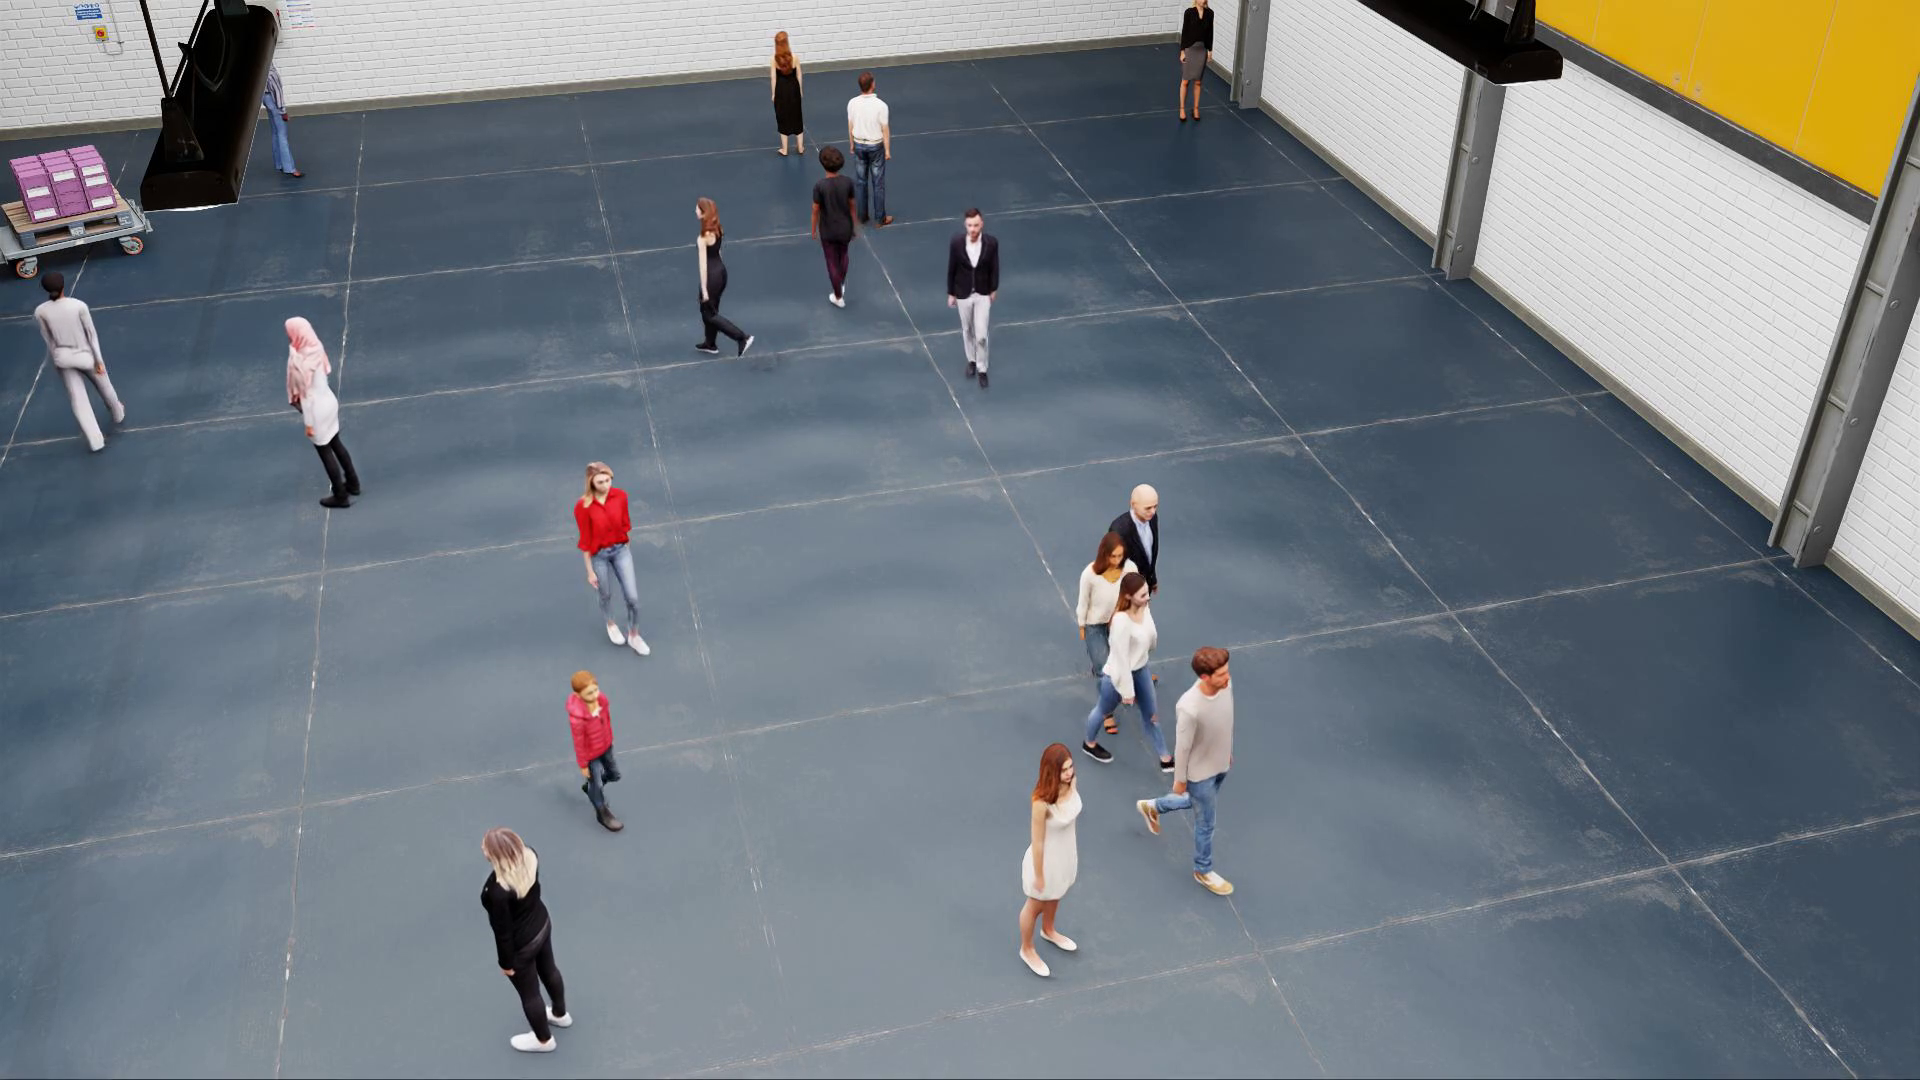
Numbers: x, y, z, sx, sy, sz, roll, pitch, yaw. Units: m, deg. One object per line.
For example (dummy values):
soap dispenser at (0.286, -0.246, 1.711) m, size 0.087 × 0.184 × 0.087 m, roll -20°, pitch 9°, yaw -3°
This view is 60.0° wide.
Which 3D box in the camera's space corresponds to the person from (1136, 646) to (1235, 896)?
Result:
person at (1.496, 1.408, 10.686) m, size 1.153 × 1.887 × 1.045 m, roll 23°, pitch 40°, yaw 30°

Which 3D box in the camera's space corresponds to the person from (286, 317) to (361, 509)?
person at (-5.597, -1.123, 14.573) m, size 0.767 × 1.800 × 0.644 m, roll 4°, pitch 34°, yaw 6°

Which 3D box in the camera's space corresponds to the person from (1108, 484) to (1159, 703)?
person at (1.273, 0.349, 12.362) m, size 0.781 × 1.795 × 0.775 m, roll 27°, pitch 42°, yaw 34°

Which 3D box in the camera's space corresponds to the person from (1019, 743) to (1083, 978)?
person at (0.556, 1.902, 10.104) m, size 0.678 × 1.710 × 0.646 m, roll 26°, pitch 41°, yaw 33°

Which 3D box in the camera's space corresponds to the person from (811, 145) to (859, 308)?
person at (-1.314, -3.350, 17.954) m, size 0.749 × 1.766 × 0.868 m, roll -17°, pitch 37°, yaw -23°

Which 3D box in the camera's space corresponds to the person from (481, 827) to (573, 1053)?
person at (-2.482, 2.286, 9.549) m, size 0.751 × 1.685 × 0.636 m, roll 8°, pitch 34°, yaw 11°

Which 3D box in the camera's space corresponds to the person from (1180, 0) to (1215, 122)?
person at (3.230, -6.676, 22.888) m, size 0.619 × 1.843 × 0.572 m, roll -5°, pitch 34°, yaw -7°

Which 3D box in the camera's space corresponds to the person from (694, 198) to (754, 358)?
person at (-2.451, -2.630, 16.905) m, size 0.964 × 1.728 × 0.993 m, roll 10°, pitch 35°, yaw 15°

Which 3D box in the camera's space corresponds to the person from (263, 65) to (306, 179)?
person at (-8.731, -5.511, 21.179) m, size 0.757 × 1.796 × 0.612 m, roll -24°, pitch 41°, yaw -32°

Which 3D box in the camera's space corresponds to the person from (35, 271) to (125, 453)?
person at (-8.191, -1.624, 15.413) m, size 0.681 × 1.704 × 1.007 m, roll -10°, pitch 35°, yaw -15°

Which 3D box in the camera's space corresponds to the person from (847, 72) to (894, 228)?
person at (-1.095, -4.657, 19.839) m, size 0.752 × 1.855 × 0.776 m, roll 11°, pitch 35°, yaw 16°

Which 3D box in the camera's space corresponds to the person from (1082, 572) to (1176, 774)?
person at (1.078, 0.918, 11.636) m, size 1.152 × 1.653 × 1.044 m, roll 21°, pitch 39°, yaw 28°

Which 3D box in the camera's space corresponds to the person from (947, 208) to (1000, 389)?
person at (0.134, -2.488, 16.608) m, size 0.799 × 1.821 × 0.896 m, roll 3°, pitch 34°, yaw 4°

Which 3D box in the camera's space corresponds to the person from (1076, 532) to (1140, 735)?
person at (1.065, 0.578, 12.141) m, size 0.646 × 1.659 × 0.942 m, roll -10°, pitch 35°, yaw -15°

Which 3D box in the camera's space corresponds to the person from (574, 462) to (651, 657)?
person at (-2.760, 0.099, 12.837) m, size 0.745 × 1.686 × 0.841 m, roll -19°, pitch 38°, yaw -26°

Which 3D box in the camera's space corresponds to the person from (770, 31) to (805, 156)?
person at (-2.271, -5.874, 21.877) m, size 0.557 × 1.626 × 0.546 m, roll -9°, pitch 35°, yaw -13°

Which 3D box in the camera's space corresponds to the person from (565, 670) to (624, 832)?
person at (-2.506, 1.402, 11.218) m, size 0.743 × 1.308 × 0.677 m, roll 21°, pitch 39°, yaw 28°
